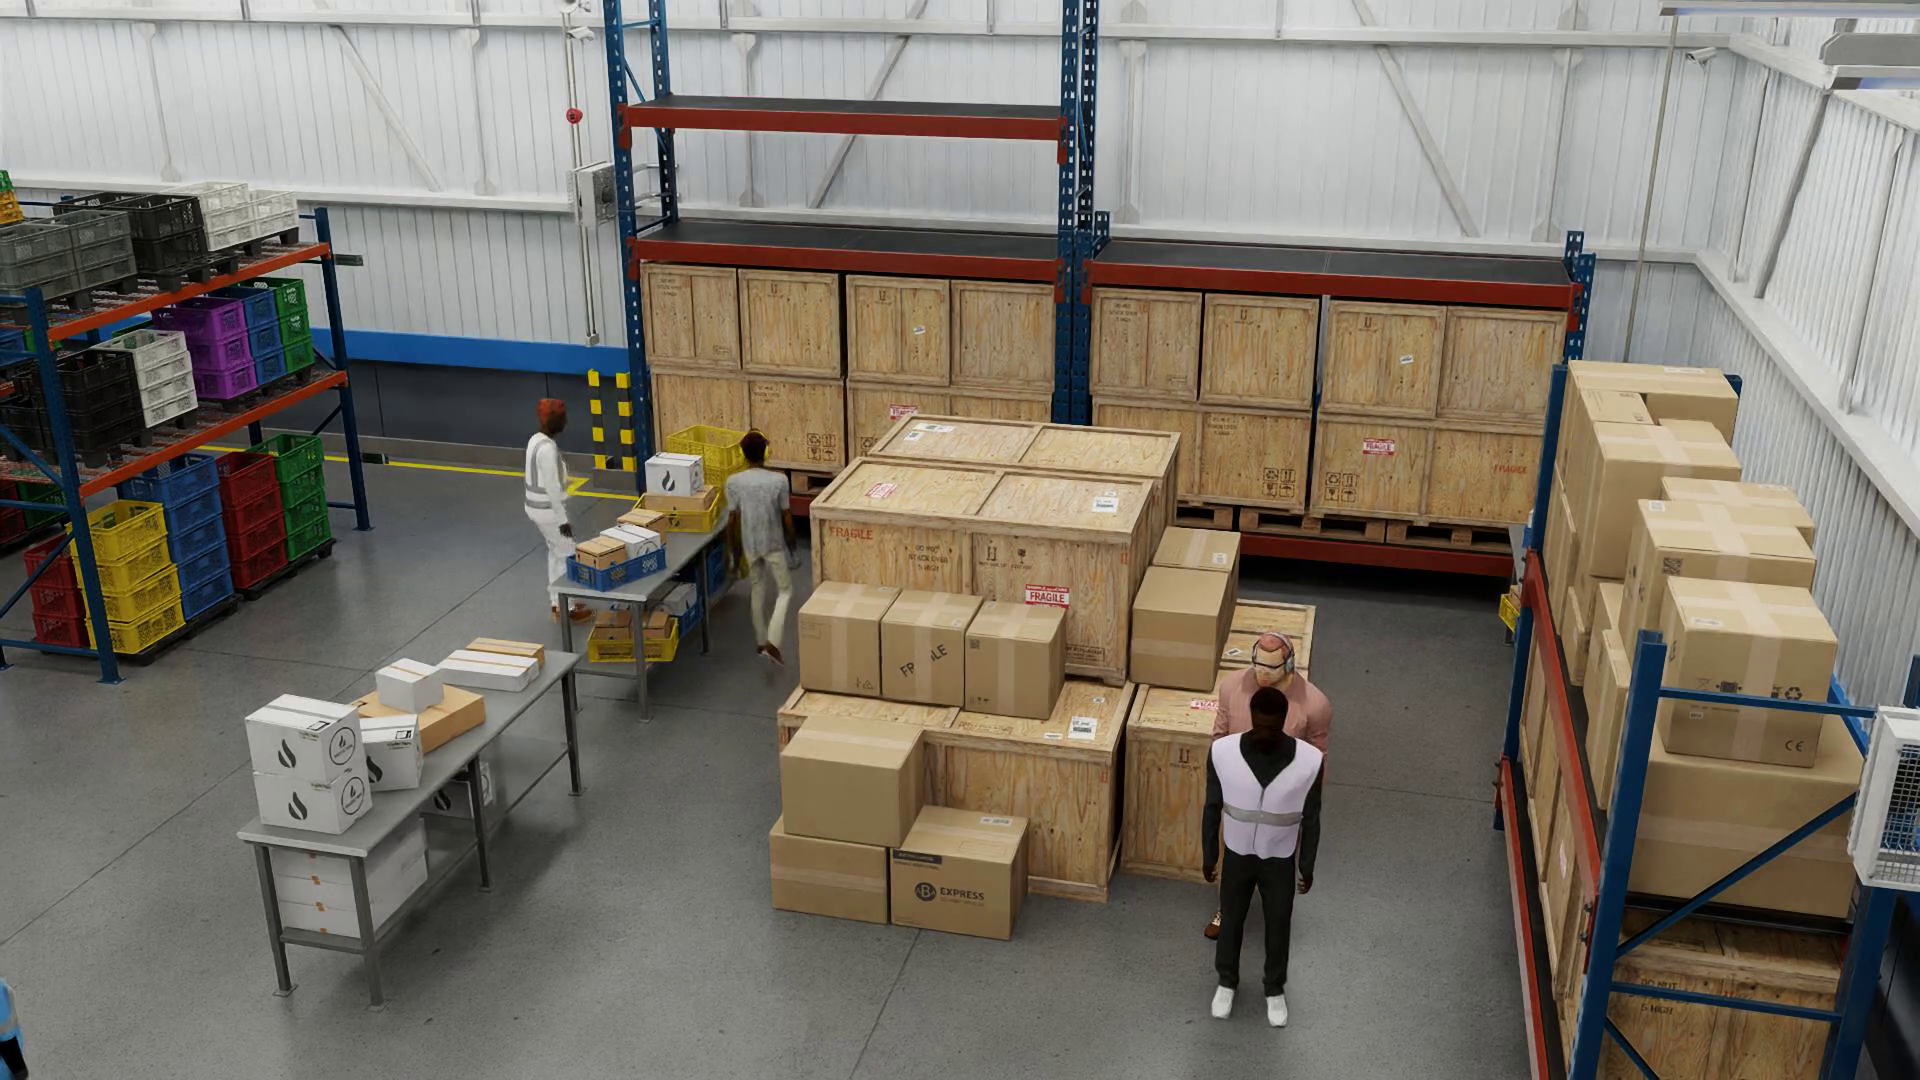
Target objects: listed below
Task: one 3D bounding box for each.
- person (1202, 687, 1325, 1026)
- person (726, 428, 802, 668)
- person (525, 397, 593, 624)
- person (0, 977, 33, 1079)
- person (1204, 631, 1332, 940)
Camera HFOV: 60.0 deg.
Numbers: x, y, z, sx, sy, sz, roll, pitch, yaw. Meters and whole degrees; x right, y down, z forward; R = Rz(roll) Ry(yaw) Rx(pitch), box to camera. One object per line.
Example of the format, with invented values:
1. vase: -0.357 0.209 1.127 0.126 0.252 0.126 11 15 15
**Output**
1. person: 1.537 1.600 8.549 0.591 1.911 0.388 4 21 11
2. person: -1.504 0.065 12.635 0.584 1.861 0.548 4 21 10
3. person: -3.263 -0.222 13.373 0.443 1.868 0.631 -8 22 -21
4. person: -4.172 2.257 7.117 0.540 1.696 0.316 9 23 22
5. person: 1.661 1.380 9.126 0.651 1.904 0.404 11 23 26
